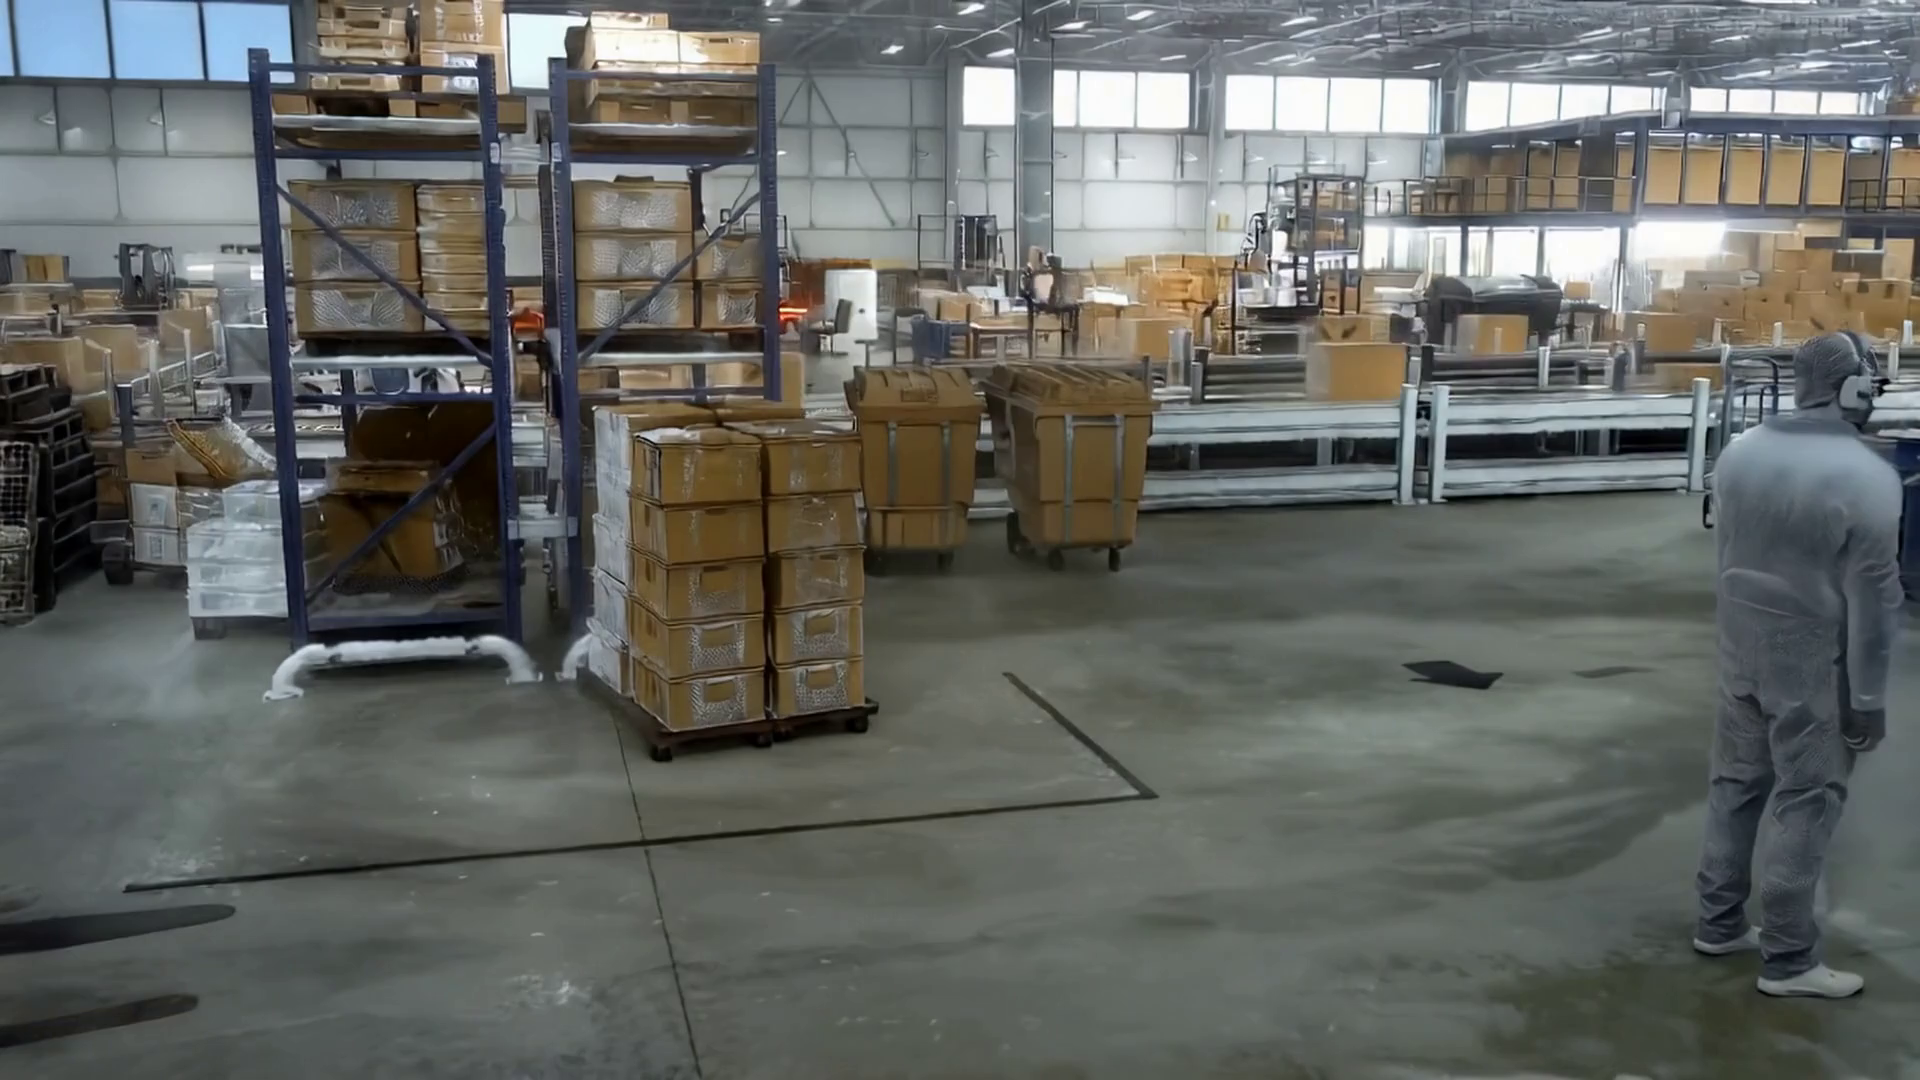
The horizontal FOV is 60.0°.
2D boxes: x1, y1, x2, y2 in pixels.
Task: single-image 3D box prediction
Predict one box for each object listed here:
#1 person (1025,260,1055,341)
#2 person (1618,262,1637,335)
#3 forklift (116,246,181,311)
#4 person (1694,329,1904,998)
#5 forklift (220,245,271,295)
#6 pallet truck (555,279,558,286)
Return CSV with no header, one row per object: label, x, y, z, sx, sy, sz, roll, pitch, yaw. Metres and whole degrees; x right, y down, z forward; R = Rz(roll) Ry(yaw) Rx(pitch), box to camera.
person,1.715,-5.063,35.546,0.678,1.841,0.519,3,11,19
person,16.066,-5.802,39.984,0.327,1.761,0.522,-1,10,-7
forklift,-19.966,-6.232,40.894,1.157,1.987,2.680,-3,10,-15
person,2.420,0.352,4.759,0.399,1.900,0.636,-3,10,-16
forklift,-17.749,-6.334,41.440,1.157,1.987,2.680,-3,10,-17
pallet truck,-10.604,-6.375,44.520,0.653,1.274,1.630,-3,10,-15
